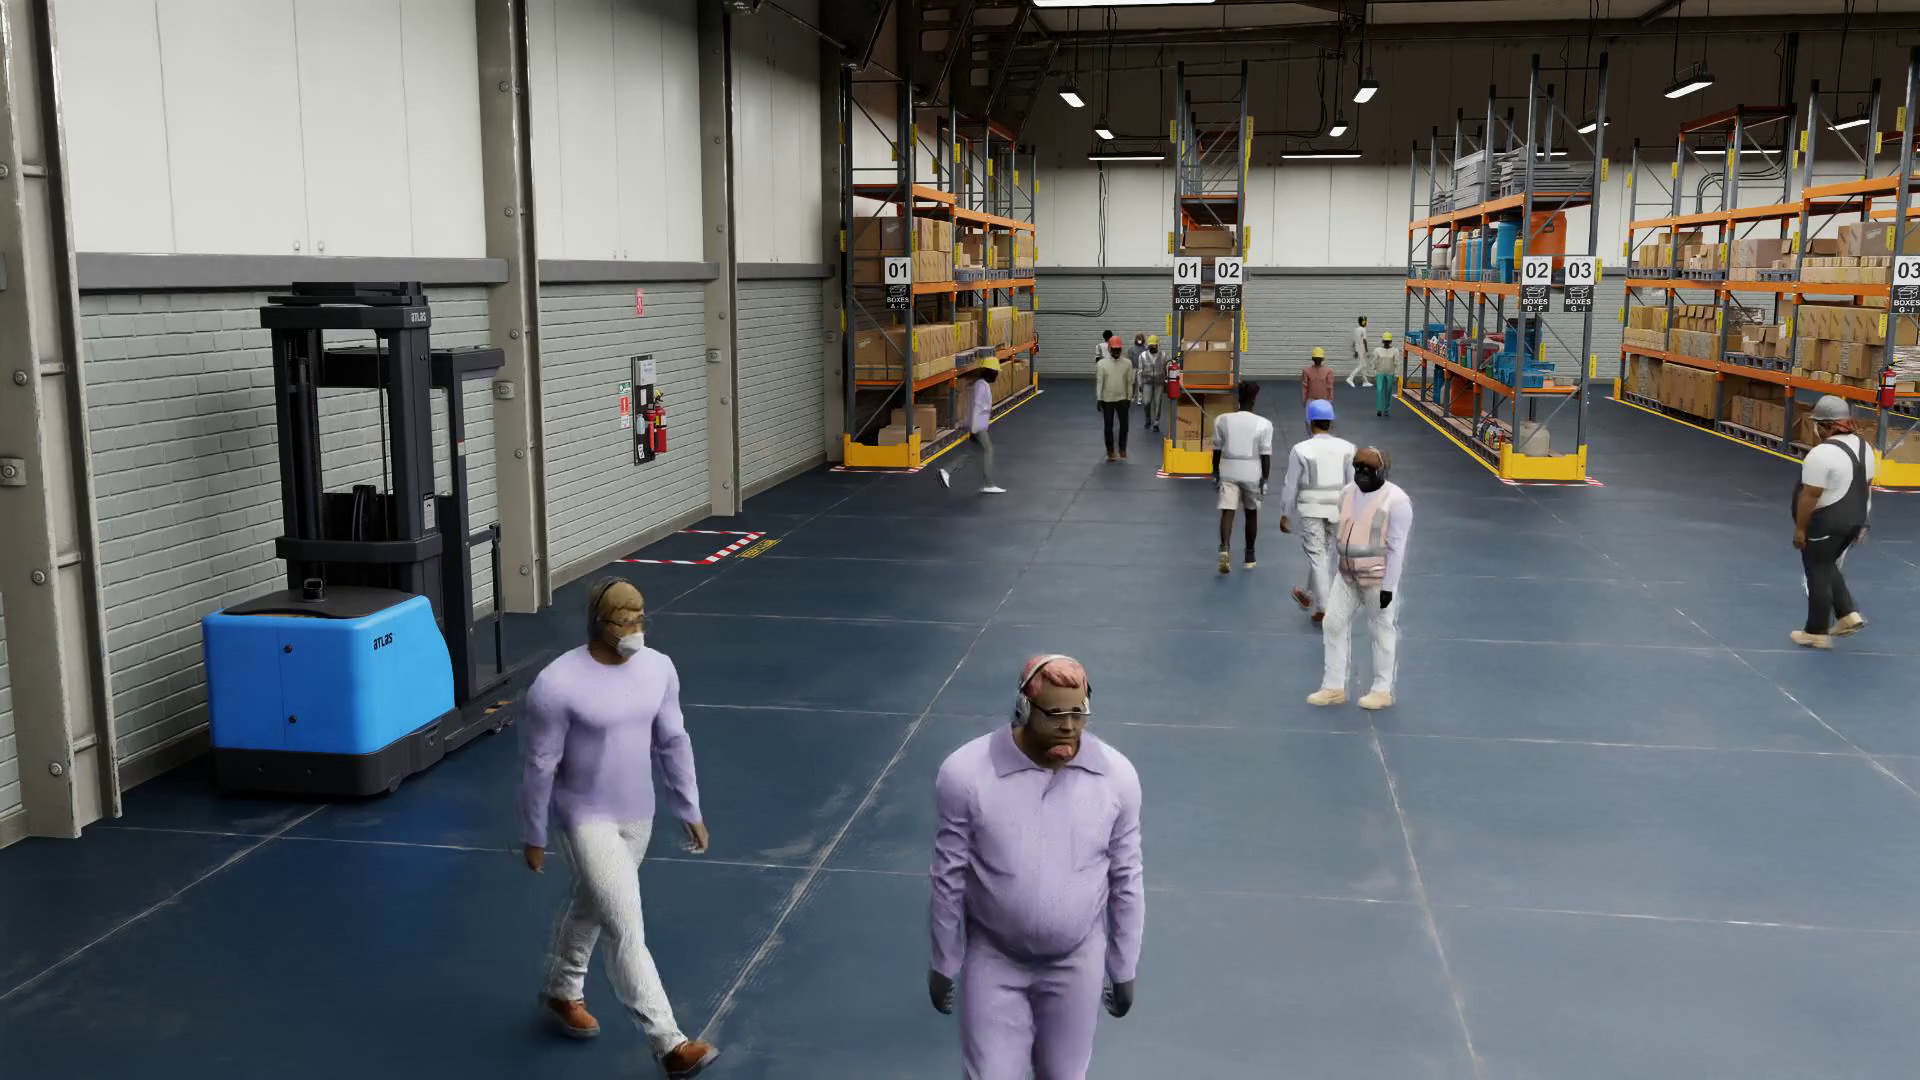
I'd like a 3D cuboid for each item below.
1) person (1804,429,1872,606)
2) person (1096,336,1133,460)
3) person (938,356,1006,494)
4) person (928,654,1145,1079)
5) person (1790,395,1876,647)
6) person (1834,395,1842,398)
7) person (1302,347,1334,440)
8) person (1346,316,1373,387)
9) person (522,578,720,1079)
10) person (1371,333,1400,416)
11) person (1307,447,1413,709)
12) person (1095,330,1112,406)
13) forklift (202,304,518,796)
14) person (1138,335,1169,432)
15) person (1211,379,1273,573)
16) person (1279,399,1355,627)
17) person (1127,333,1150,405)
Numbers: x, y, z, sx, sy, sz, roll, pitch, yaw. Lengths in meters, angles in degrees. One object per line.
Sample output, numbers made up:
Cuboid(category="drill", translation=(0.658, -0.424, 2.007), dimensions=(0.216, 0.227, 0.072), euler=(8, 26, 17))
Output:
Cuboid(category="person", translation=(7.868, -0.200, 14.901), dimensions=(0.523, 1.620, 0.376), euler=(-2, 9, -11))
Cuboid(category="person", translation=(2.453, -2.236, 26.352), dimensions=(0.621, 1.969, 0.615), euler=(-1, 9, -7))
Cuboid(category="person", translation=(0.156, -1.567, 22.594), dimensions=(0.852, 1.874, 0.600), euler=(0, 9, 2))
Cuboid(category="person", translation=(0.238, 1.267, 5.022), dimensions=(0.658, 1.884, 0.426), euler=(-1, 9, -7))
Cuboid(category="person", translation=(6.944, -0.139, 13.356), dimensions=(0.711, 2.000, 0.536), euler=(-5, 11, -29))
Cuboid(category="person", translation=(20.594, -4.237, 38.901), dimensions=(0.427, 1.911, 0.607), euler=(-4, 10, -22))
Cuboid(category="person", translation=(5.927, -2.322, 27.590), dimensions=(0.529, 1.755, 0.362), euler=(3, 10, 16))
Cuboid(category="person", translation=(10.417, -4.903, 43.220), dimensions=(0.783, 1.845, 0.530), euler=(-1, 9, -6))
Cuboid(category="person", translation=(-1.276, 1.067, 6.286), dimensions=(1.090, 1.870, 0.643), euler=(7, 12, 38))
Cuboid(category="person", translation=(8.788, -3.405, 34.329), dimensions=(0.565, 1.724, 0.882), euler=(2, 9, 10))
Cuboid(category="person", translation=(2.717, 0.273, 11.353), dimensions=(0.719, 1.815, 0.647), euler=(-6, 11, -33))
Cuboid(category="person", translation=(3.267, -3.815, 36.943), dimensions=(0.540, 1.697, 0.317), euler=(1, 9, 4))
Cuboid(category="forklift", translation=(-3.673, -0.038, 10.147), dimensions=(1.129, 2.768, 1.873), euler=(1, 9, 9))
Cuboid(category="person", translation=(3.639, -2.944, 31.245), dimensions=(0.597, 1.813, 0.428), euler=(1, 9, 6))
Cuboid(category="person", translation=(2.807, -0.641, 16.670), dimensions=(0.615, 1.935, 0.903), euler=(2, 10, 15))
Cuboid(category="person", translation=(3.025, -0.255, 14.333), dimensions=(0.639, 1.905, 0.937), euler=(-3, 10, -18))
Cuboid(category="person", translation=(4.019, -3.870, 37.510), dimensions=(0.525, 1.617, 0.491), euler=(0, 9, 3))
